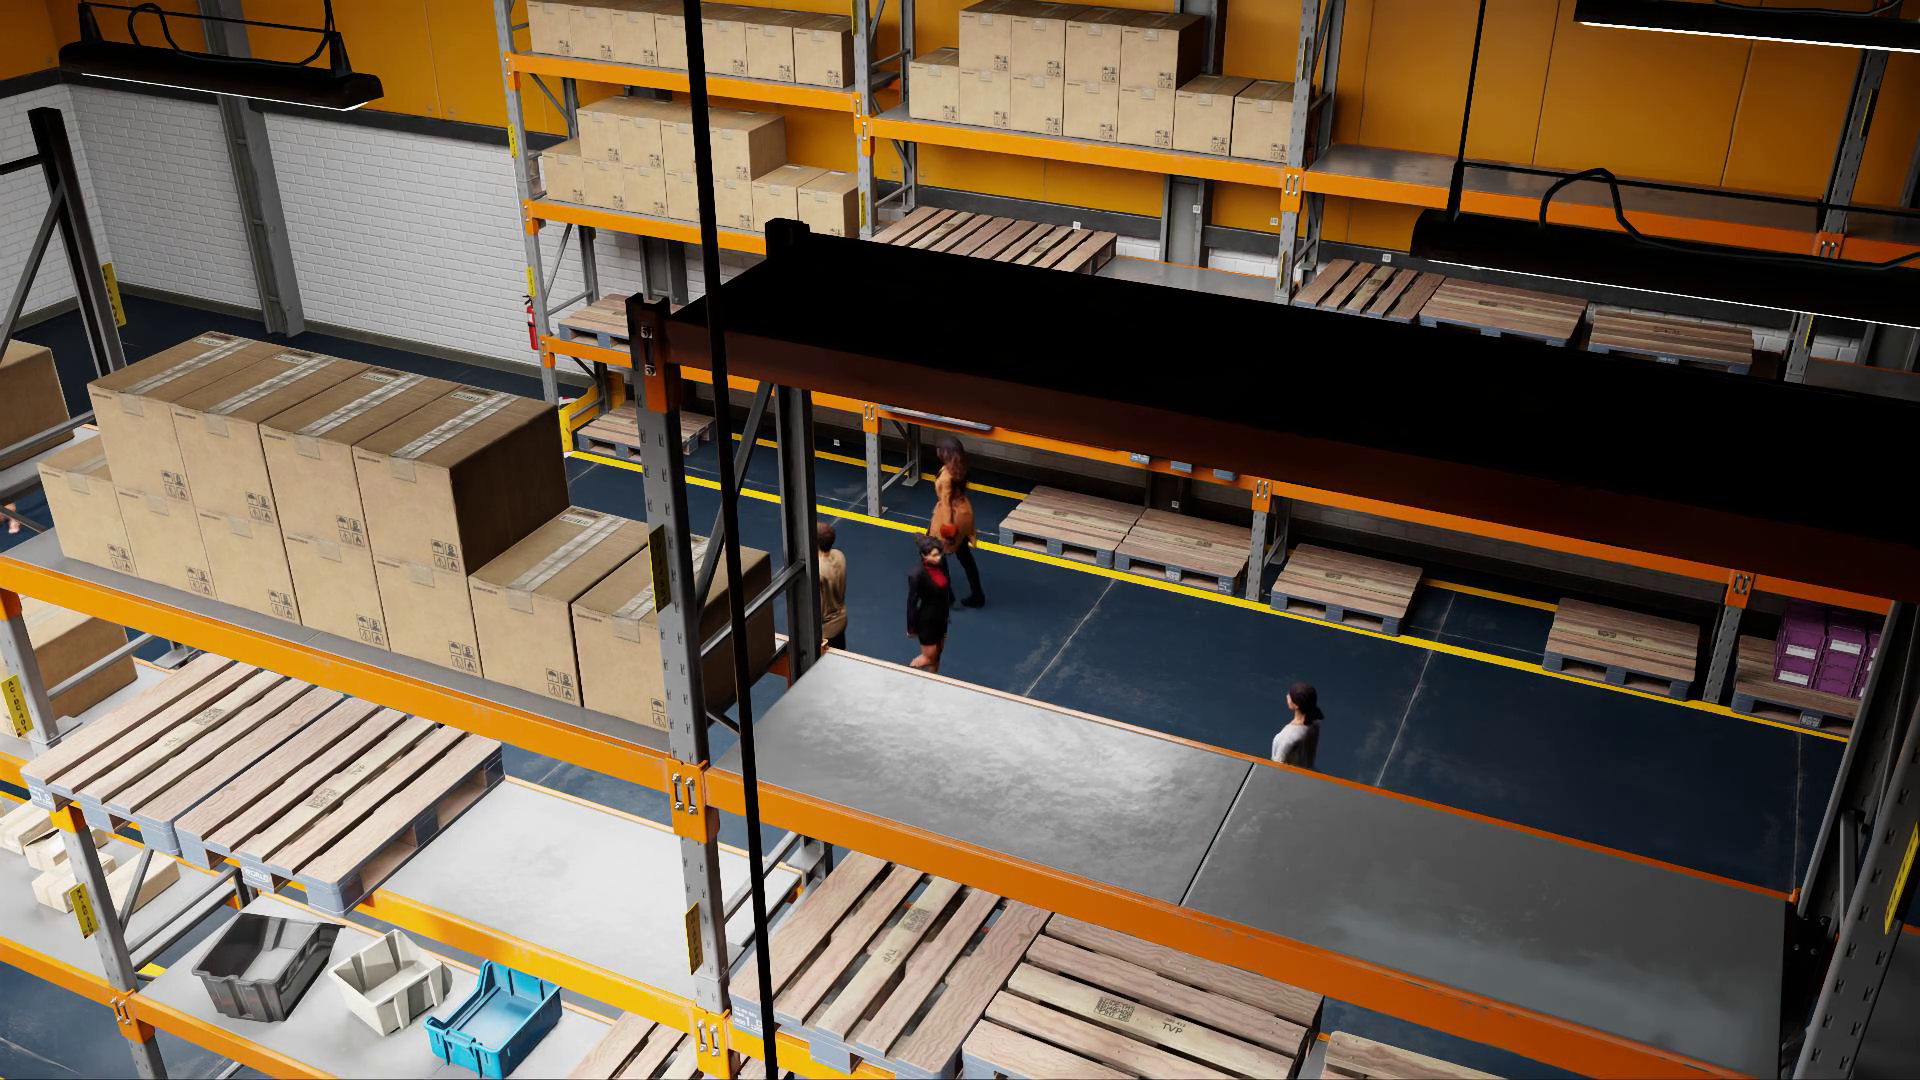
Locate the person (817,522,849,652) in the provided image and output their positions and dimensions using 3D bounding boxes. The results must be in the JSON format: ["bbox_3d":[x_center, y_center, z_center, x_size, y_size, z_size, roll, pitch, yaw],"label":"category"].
[{"bbox_3d":[-1.068,0.682,13.430,0.555,1.851,0.650,14,31,23],"label":"person"}]

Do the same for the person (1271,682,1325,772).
[{"bbox_3d":[2.377,1.776,11.516,0.686,1.762,0.641,17,33,28],"label":"person"}]

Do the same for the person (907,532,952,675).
[{"bbox_3d":[-0.313,0.666,13.691,0.708,1.629,0.597,15,32,25],"label":"person"}]

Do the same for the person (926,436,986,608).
[{"bbox_3d":[0.005,-0.130,15.081,0.767,1.695,0.689,12,31,20],"label":"person"}]
